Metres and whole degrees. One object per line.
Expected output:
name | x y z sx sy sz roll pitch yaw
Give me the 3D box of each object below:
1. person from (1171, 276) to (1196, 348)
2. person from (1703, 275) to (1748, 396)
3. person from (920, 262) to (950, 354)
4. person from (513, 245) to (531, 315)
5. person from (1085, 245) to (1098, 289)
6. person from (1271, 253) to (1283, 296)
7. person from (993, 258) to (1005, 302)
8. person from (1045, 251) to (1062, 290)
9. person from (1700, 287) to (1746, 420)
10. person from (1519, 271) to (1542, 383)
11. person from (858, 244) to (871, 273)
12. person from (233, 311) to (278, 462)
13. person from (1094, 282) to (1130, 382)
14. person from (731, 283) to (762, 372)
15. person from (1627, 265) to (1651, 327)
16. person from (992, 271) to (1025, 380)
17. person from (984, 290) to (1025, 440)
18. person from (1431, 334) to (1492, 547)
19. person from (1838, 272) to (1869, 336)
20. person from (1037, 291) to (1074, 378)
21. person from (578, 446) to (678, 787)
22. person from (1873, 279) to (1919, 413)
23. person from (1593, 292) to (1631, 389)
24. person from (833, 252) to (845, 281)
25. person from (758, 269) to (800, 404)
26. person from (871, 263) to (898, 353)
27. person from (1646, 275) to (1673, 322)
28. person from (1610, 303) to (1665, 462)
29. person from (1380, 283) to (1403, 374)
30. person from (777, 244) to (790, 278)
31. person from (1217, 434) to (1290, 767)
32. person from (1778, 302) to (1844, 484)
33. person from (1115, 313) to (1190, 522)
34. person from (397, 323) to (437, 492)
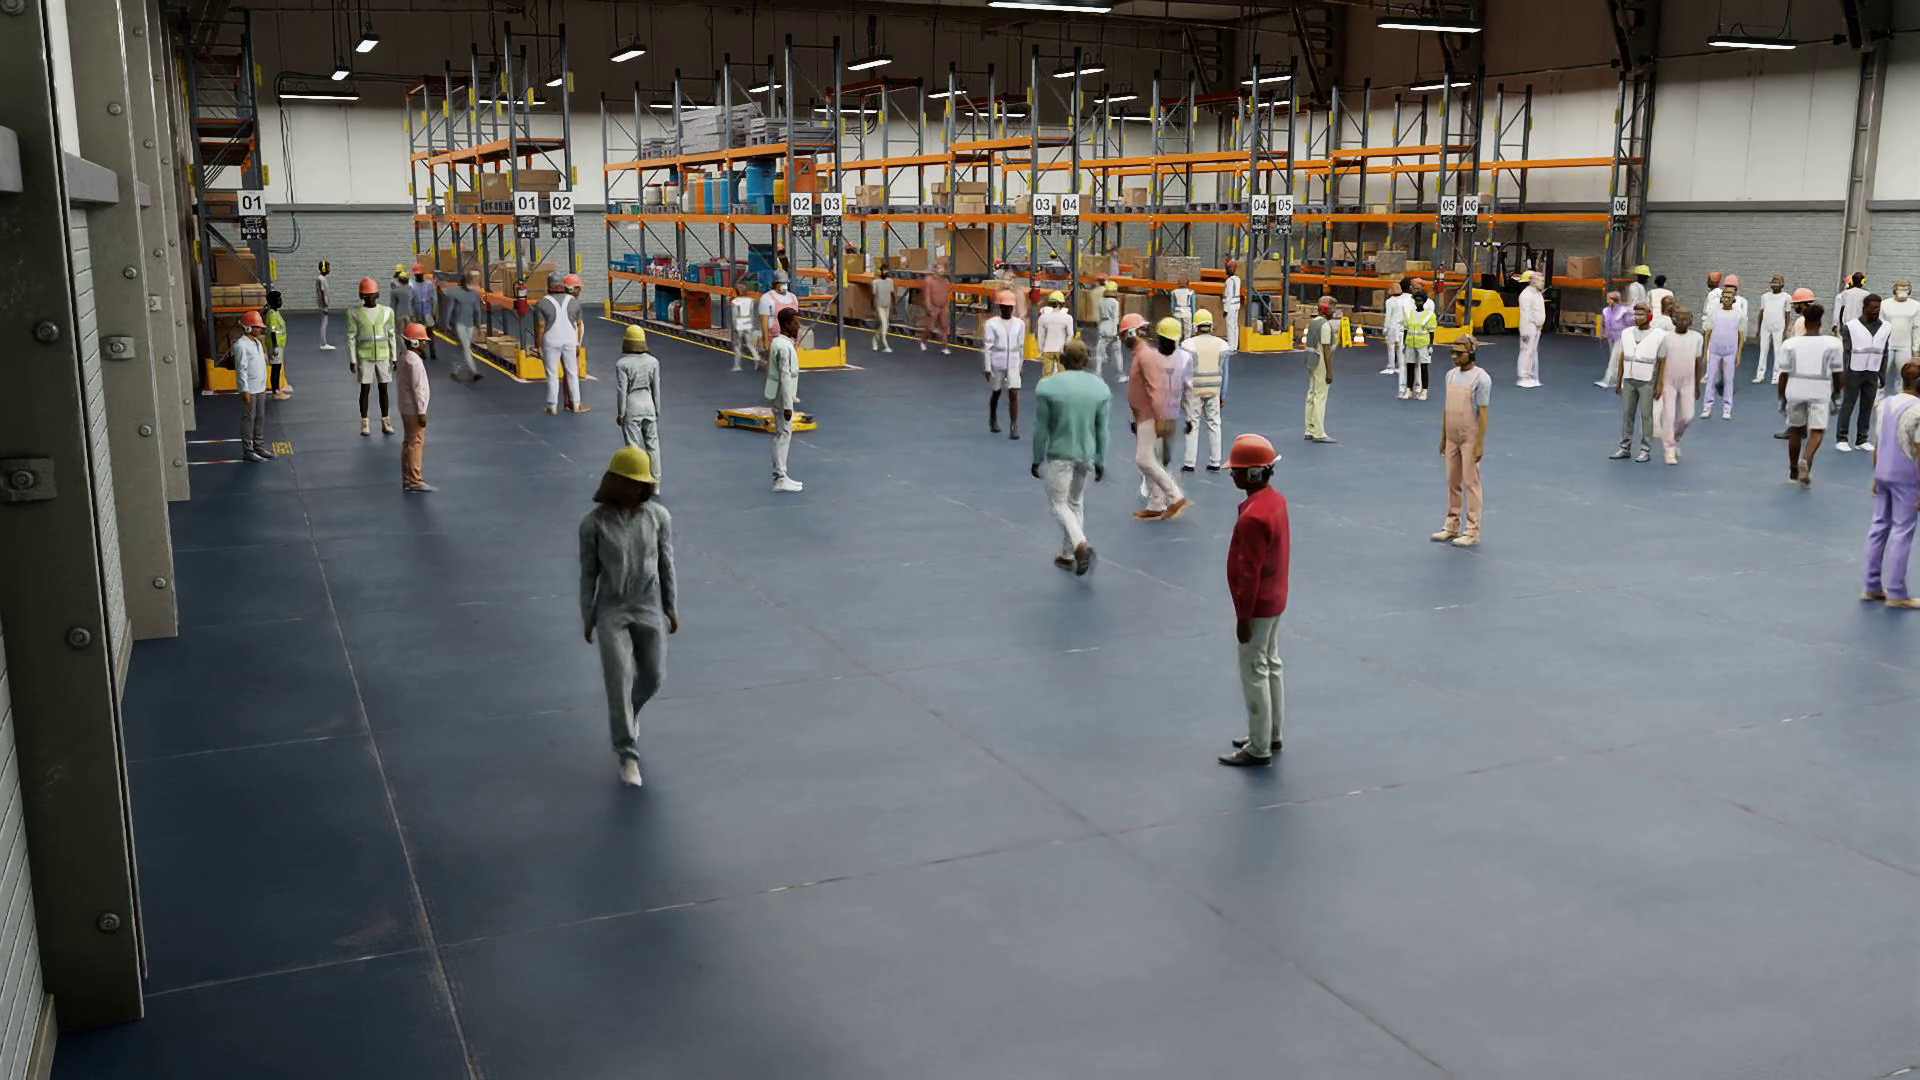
person | 4.407 -4.389 32.855 0.510 1.642 0.308 5 12 23
person | 12.156 -3.247 26.436 0.556 1.879 0.975 1 11 3
person | -0.499 -4.785 34.259 0.633 1.885 0.807 -6 13 -29
person | -12.437 -7.360 47.082 0.469 1.981 0.645 -10 15 -42
person | 4.190 -8.331 52.253 0.511 1.886 0.675 -5 12 -25
person | 8.992 -7.290 47.309 0.552 1.741 0.630 0 11 2
person | 0.952 -6.211 41.829 0.337 1.751 0.574 7 13 33
person | 2.770 -7.687 49.303 0.535 1.766 0.318 3 12 16
person | 10.677 -2.606 23.275 0.508 1.846 0.345 6 13 27
person | 9.576 -3.563 27.983 0.429 1.913 0.592 3 12 17
person | -3.033 -8.385 52.430 0.370 1.928 0.585 4 12 21
person | -8.212 -1.787 19.371 0.350 1.743 0.563 0 11 1
person | 2.592 -3.533 28.327 0.821 1.705 0.505 -9 14 -39
person | -3.889 -3.833 30.086 0.509 1.615 0.706 -9 14 -39
person | 12.758 -4.214 31.283 0.424 1.902 0.603 8 14 37
person | 0.853 -3.710 28.786 0.695 1.882 0.651 -11 15 -43
person | 0.566 -2.282 21.511 0.553 1.900 0.988 -2 11 -12
person | 4.370 -0.867 14.456 0.343 1.840 0.502 -5 12 -25
person | 15.549 -3.725 28.935 0.335 1.860 0.508 -7 13 -31
person | 1.378 -2.685 23.882 0.531 1.765 0.327 3 12 15
person | -1.714 0.349 8.564 0.496 1.713 0.679 -6 13 -27
person | 13.474 -2.782 23.951 0.628 1.933 0.368 4 12 19
person | 10.754 -3.265 27.256 0.884 1.592 0.544 -5 12 -25
person | -3.349 -7.359 47.660 0.573 1.748 0.342 -6 13 -28
person | -2.665 -3.066 25.110 0.689 2.000 0.539 -11 15 -43
person | -1.623 -4.832 34.609 0.514 1.846 0.783 -9 14 -38
person | 13.758 -4.386 32.793 0.529 1.653 0.854 7 13 33
person | 7.913 -1.830 19.335 0.372 1.840 0.570 -8 14 -36
person | 7.793 -3.801 29.885 0.499 1.633 0.286 -8 14 -36
person | -4.803 -6.928 44.732 0.605 2.045 0.379 -11 15 -43
person | 1.528 0.310 8.715 0.354 1.743 0.572 5 12 23
person | 8.940 -1.527 17.543 0.622 1.943 0.711 8 14 35
person | 1.771 -1.131 15.531 0.677 1.944 0.662 0 11 1
person | -5.638 -1.373 17.274 0.360 1.742 0.563 -7 13 -31
